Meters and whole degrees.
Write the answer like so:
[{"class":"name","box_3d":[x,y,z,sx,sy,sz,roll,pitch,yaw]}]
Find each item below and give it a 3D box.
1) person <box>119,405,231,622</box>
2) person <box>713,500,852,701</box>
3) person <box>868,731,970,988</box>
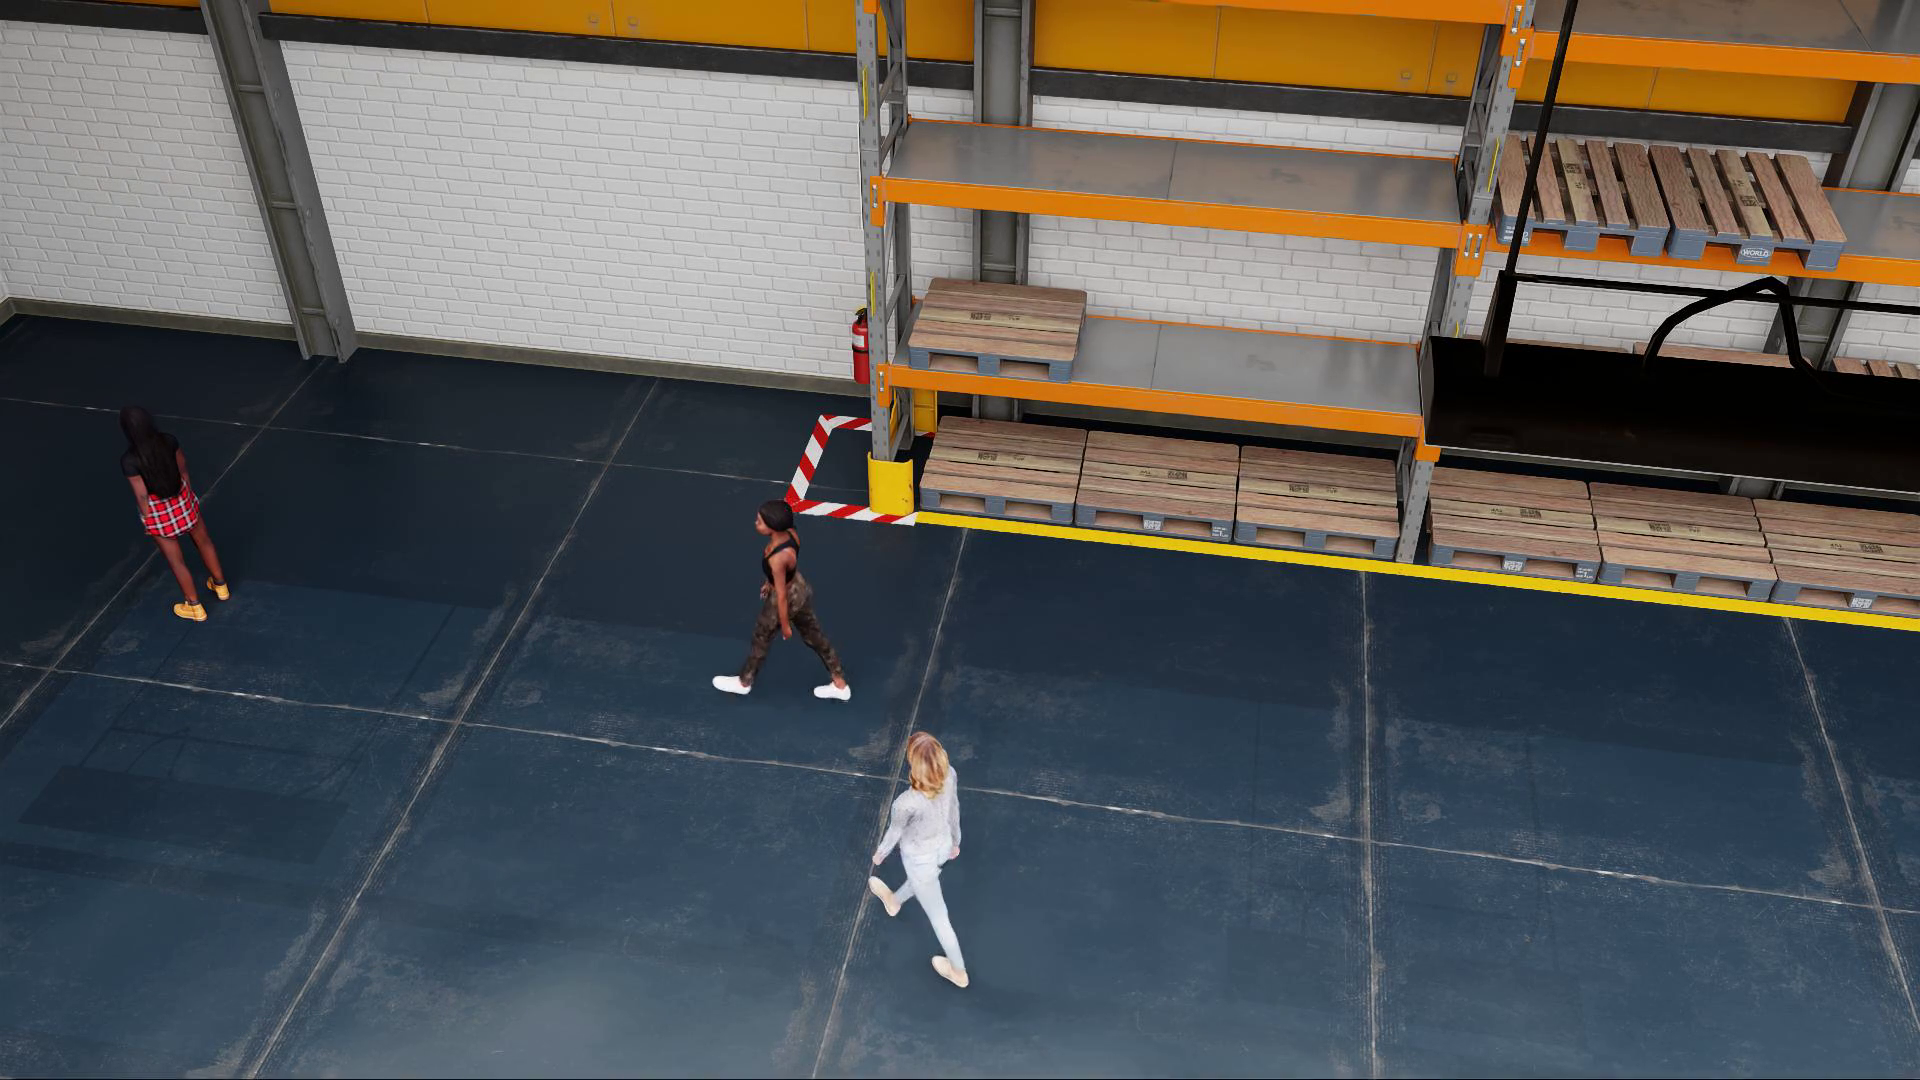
[{"class":"person","box_3d":[-5.486,-0.204,11.551,0.688,1.728,0.678,18,42,21]},{"class":"person","box_3d":[-1.036,0.435,10.814,1.146,1.648,0.588,5,39,7]},{"class":"person","box_3d":[-0.122,1.788,9.034,1.180,1.755,0.992,30,47,32]}]
